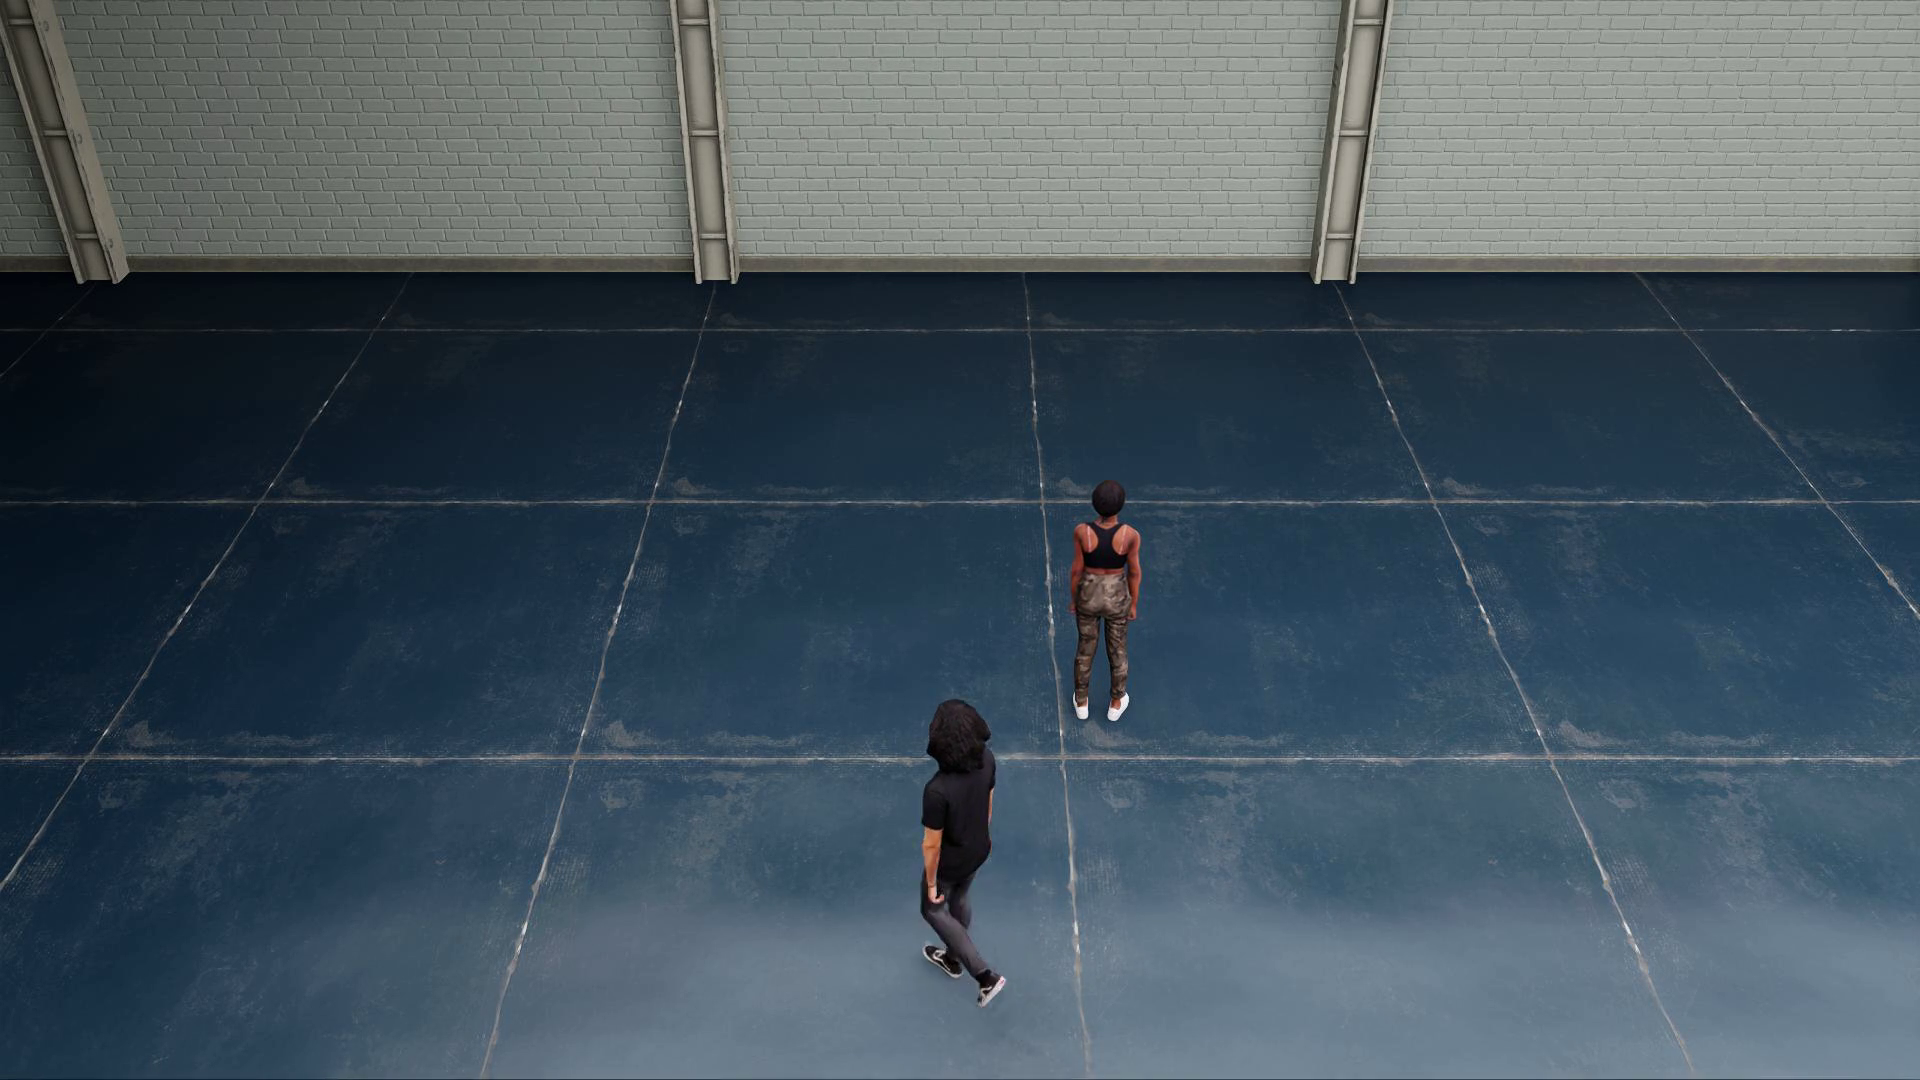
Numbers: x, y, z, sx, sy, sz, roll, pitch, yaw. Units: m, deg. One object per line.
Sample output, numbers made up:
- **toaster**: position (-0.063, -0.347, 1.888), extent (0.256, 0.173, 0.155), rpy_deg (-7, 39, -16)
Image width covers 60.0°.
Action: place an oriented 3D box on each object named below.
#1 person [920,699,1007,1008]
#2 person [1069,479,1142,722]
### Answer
- **person**: position (0.034, 1.571, 8.207), extent (0.942, 1.816, 0.997), rpy_deg (-28, 42, -35)
- **person**: position (0.873, 0.372, 10.157), extent (0.495, 1.700, 0.665), rpy_deg (4, 33, 6)
